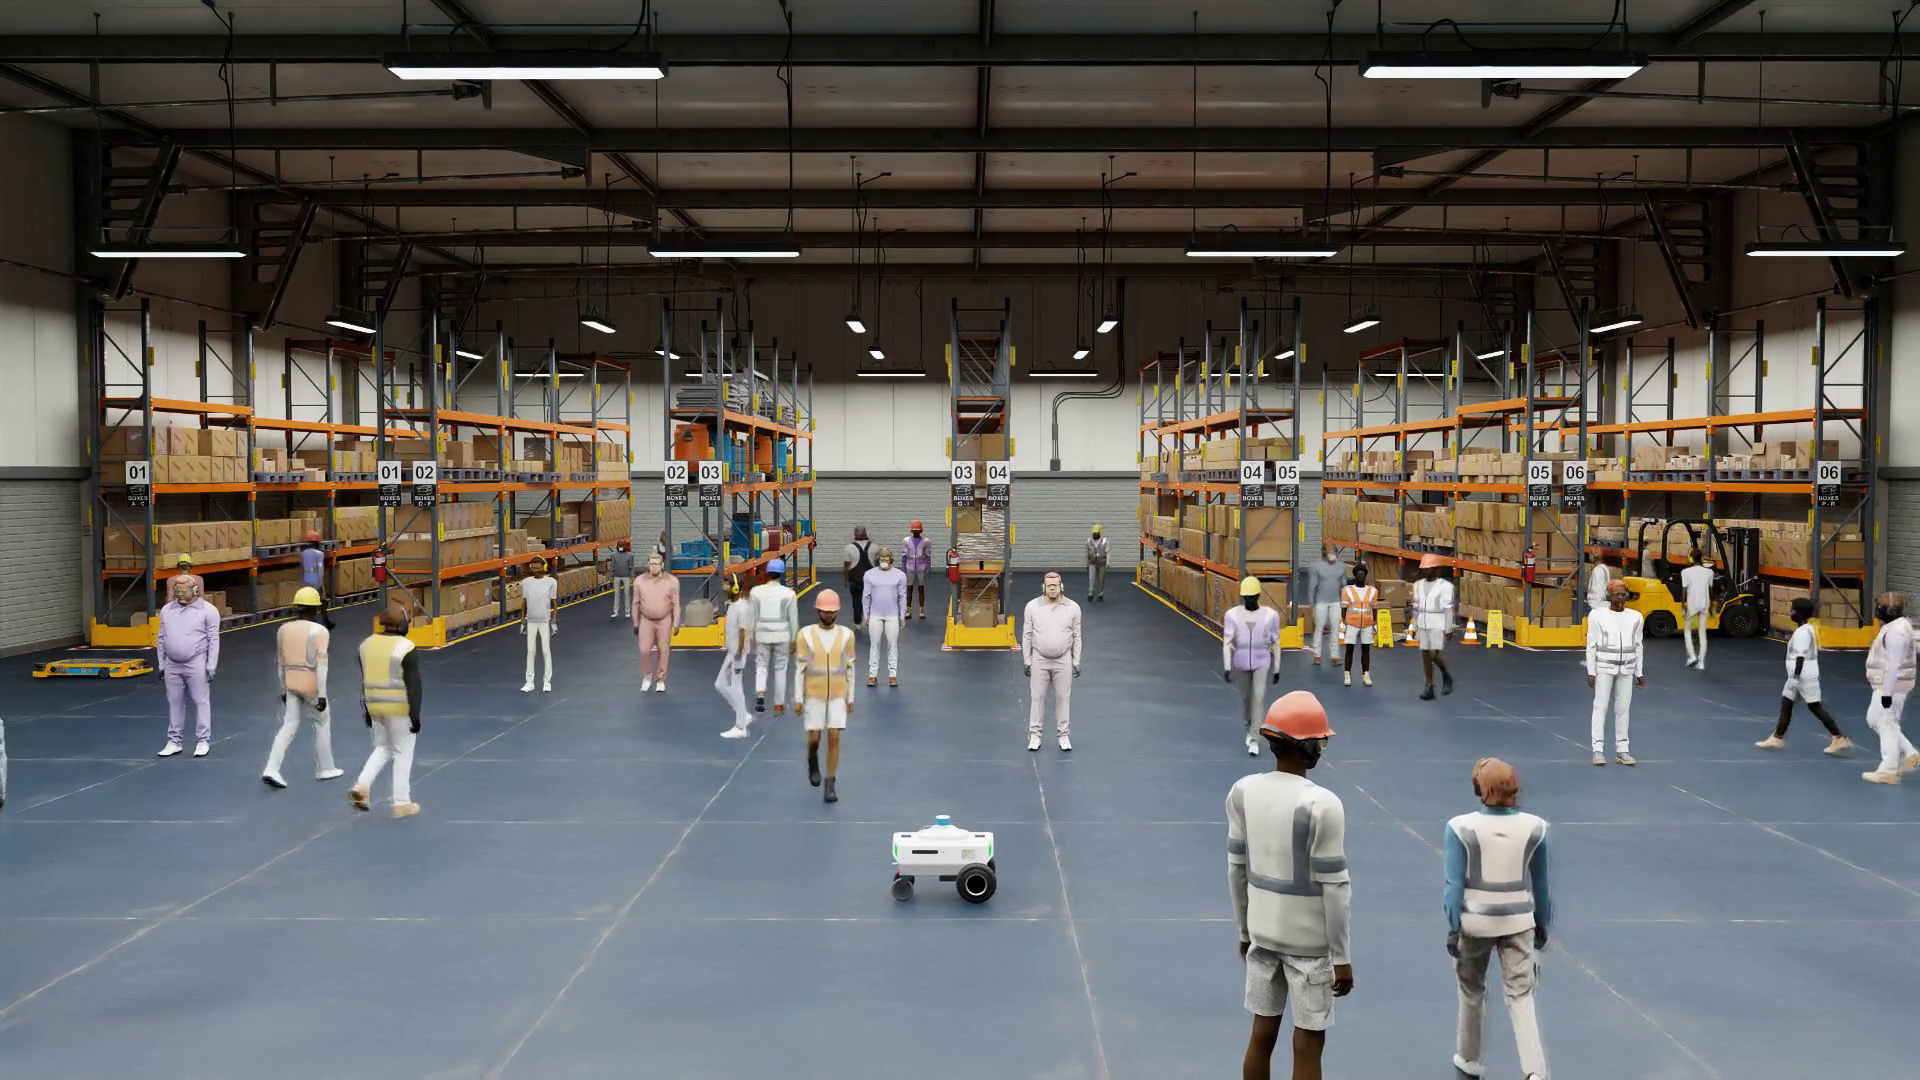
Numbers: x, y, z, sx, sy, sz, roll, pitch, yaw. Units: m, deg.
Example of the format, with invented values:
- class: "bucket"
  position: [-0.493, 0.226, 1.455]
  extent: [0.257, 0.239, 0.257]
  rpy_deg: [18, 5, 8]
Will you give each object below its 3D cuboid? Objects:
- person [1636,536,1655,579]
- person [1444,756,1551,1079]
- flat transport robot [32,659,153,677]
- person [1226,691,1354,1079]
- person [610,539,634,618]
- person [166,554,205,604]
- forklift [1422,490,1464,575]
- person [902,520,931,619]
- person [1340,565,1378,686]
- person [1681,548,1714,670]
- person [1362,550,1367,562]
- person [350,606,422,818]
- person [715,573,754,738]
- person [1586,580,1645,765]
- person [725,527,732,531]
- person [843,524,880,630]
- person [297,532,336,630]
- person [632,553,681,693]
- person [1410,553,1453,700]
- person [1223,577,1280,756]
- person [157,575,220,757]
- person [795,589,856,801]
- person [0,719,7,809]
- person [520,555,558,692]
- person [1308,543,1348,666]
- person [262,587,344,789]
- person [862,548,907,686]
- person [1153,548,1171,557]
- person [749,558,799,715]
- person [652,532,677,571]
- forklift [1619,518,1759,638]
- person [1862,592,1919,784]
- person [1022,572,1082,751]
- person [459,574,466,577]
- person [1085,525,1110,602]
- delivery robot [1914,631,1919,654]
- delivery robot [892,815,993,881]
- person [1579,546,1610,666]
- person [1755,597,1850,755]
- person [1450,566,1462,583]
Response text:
- class: "person"
  position: [13.935, 0.773, 32.782]
  extent: [0.523, 1.726, 0.541]
  rpy_deg: [2, 3, 43]
- class: "person"
  position: [2.557, 1.833, 7.633]
  extent: [0.527, 1.606, 0.806]
  rpy_deg: [0, 2, 0]
- class: "flat transport robot"
  position: [-12.715, 1.874, 23.691]
  extent: [1.431, 0.197, 0.652]
  rpy_deg: [0, 2, 0]
- class: "person"
  position: [1.398, 1.652, 6.756]
  extent: [0.378, 2.045, 0.605]
  rpy_deg: [-2, 3, -38]
- class: "person"
  position: [-7.014, 0.792, 33.507]
  extent: [0.498, 1.633, 0.282]
  rpy_deg: [0, 2, 1]
- class: "person"
  position: [-11.654, 1.093, 24.295]
  extent: [0.531, 1.765, 0.327]
  rpy_deg: [-2, 3, -34]
- class: "forklift"
  position: [13.926, -0.371, 47.846]
  extent: [1.873, 2.768, 1.129]
  rpy_deg: [0, 2, 0]
- class: "person"
  position: [-0.902, 0.603, 33.298]
  extent: [0.605, 2.035, 0.390]
  rpy_deg: [0, 2, 1]
- class: "person"
  position: [5.600, 1.192, 22.639]
  extent: [0.531, 1.697, 0.320]
  rpy_deg: [0, 2, 1]
- class: "person"
  position: [11.251, 1.044, 24.606]
  extent: [0.543, 1.847, 0.479]
  rpy_deg: [0, 2, 9]
- class: "person"
  position: [11.240, 0.278, 44.485]
  extent: [0.546, 1.790, 0.663]
  rpy_deg: [2, 3, 37]
- class: "person"
  position: [-4.912, 1.479, 13.890]
  extent: [0.625, 1.821, 0.527]
  rpy_deg: [1, 2, 23]
- class: "person"
  position: [-2.553, 1.293, 18.122]
  extent: [0.383, 1.855, 0.565]
  rpy_deg: [-1, 2, -22]
- class: "person"
  position: [6.686, 1.347, 16.476]
  extent: [0.573, 1.880, 0.355]
  rpy_deg: [0, 2, 1]
- class: "person"
  position: [-6.010, 0.476, 41.934]
  extent: [0.502, 1.591, 0.842]
  rpy_deg: [0, 2, 12]
- class: "person"
  position: [-1.906, 0.716, 30.881]
  extent: [0.708, 2.000, 0.536]
  rpy_deg: [-1, 2, -17]
- class: "person"
  position: [-12.215, 0.789, 30.485]
  extent: [0.558, 1.890, 0.977]
  rpy_deg: [1, 2, 18]
- class: "person"
  position: [-4.122, 1.127, 21.890]
  extent: [0.668, 1.884, 0.641]
  rpy_deg: [0, 2, -6]
- class: "person"
  position: [6.209, 1.135, 21.254]
  extent: [0.465, 1.925, 0.548]
  rpy_deg: [-2, 3, -39]
- class: "person"
  position: [3.125, 1.324, 17.308]
  extent: [0.593, 1.882, 1.045]
  rpy_deg: [1, 2, 18]
- class: "person"
  position: [-8.124, 1.318, 16.954]
  extent: [0.639, 1.903, 0.407]
  rpy_deg: [0, 2, 1]
- class: "person"
  position: [-1.234, 1.394, 14.767]
  extent: [0.566, 1.919, 0.564]
  rpy_deg: [-1, 2, -13]
- class: "person"
  position: [-6.464, 1.663, 10.481]
  extent: [0.495, 1.720, 0.615]
  rpy_deg: [-1, 2, -13]
- class: "person"
  position: [-5.745, 1.135, 22.025]
  extent: [0.521, 1.865, 0.328]
  rpy_deg: [0, 2, 1]
- class: "person"
  position: [5.712, 1.009, 25.029]
  extent: [0.651, 1.907, 0.731]
  rpy_deg: [0, 2, -7]
- class: "person"
  position: [-6.275, 1.388, 15.357]
  extent: [0.598, 1.892, 0.953]
  rpy_deg: [1, 2, 17]
- class: "person"
  position: [-1.057, 1.076, 22.620]
  extent: [0.627, 1.935, 0.371]
  rpy_deg: [0, 2, 1]
- class: "person"
  position: [5.636, 0.272, 44.762]
  extent: [0.971, 1.794, 0.645]
  rpy_deg: [-1, 2, -18]
- class: "person"
  position: [-2.281, 1.188, 19.748]
  extent: [0.634, 1.934, 0.561]
  rpy_deg: [0, 2, 5]
- class: "person"
  position: [-6.102, 0.722, 33.362]
  extent: [0.516, 1.803, 0.958]
  rpy_deg: [0, 2, -8]
- class: "forklift"
  position: [13.417, 0.684, 29.791]
  extent: [2.313, 2.155, 1.214]
  rpy_deg: [0, 2, 0]
- class: "person"
  position: [8.914, 1.411, 15.462]
  extent: [0.446, 1.829, 0.652]
  rpy_deg: [1, 3, 31]
- class: "person"
  position: [0.988, 1.299, 17.330]
  extent: [0.639, 1.910, 0.406]
  rpy_deg: [0, 2, 1]
- class: "person"
  position: [-11.502, 0.560, 37.230]
  extent: [0.599, 1.808, 0.809]
  rpy_deg: [0, 2, 11]
- class: "person"
  position: [3.208, 0.551, 37.699]
  extent: [0.602, 1.784, 0.921]
  rpy_deg: [1, 2, 13]
- class: "delivery robot"
  position: [15.273, 1.612, 25.605]
  extent: [0.707, 0.478, 0.477]
  rpy_deg: [0, 2, 0]
- class: "delivery robot"
  position: [-0.121, 2.179, 11.324]
  extent: [0.707, 0.478, 0.477]
  rpy_deg: [0, 2, 0]
- class: "person"
  position: [9.881, 1.021, 24.872]
  extent: [0.543, 1.872, 0.580]
  rpy_deg: [1, 3, 27]
- class: "person"
  position: [8.954, 1.433, 17.082]
  extent: [0.883, 1.655, 0.538]
  rpy_deg: [1, 3, 28]
- class: "person"
  position: [13.603, 0.218, 44.347]
  extent: [0.585, 1.922, 0.457]
  rpy_deg: [0, 2, 1]
